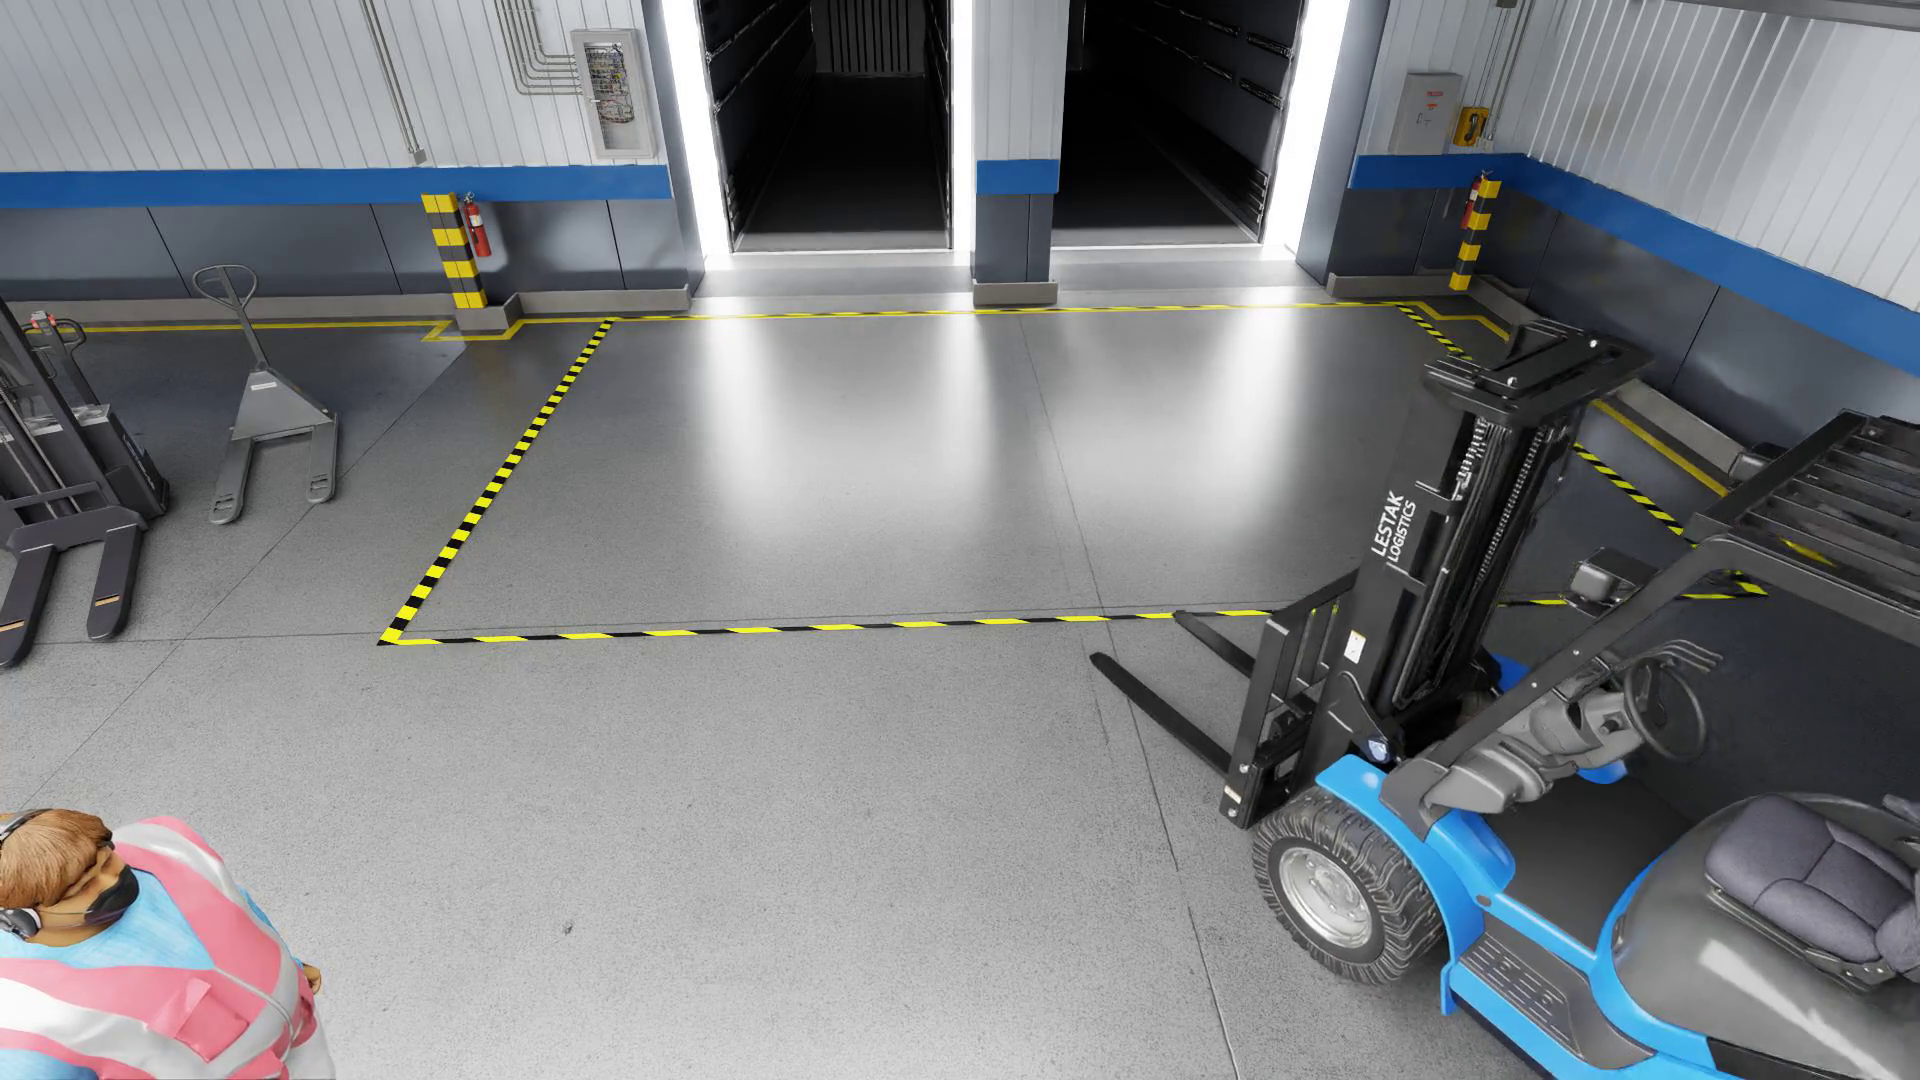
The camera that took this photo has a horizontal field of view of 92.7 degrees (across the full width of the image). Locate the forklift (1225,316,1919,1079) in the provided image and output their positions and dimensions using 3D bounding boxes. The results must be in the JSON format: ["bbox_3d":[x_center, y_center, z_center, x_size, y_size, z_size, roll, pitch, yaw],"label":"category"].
[{"bbox_3d":[2.285,0.765,2.580,1.157,2.036,2.680,-22,40,-28],"label":"forklift"}]

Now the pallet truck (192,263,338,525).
[{"bbox_3d":[-4.778,-1.027,6.128,0.680,1.201,1.601,-17,38,-23],"label":"pallet truck"}]

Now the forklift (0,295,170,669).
[{"bbox_3d":[-5.212,-0.618,4.878,0.823,1.965,1.885,-20,39,-26],"label":"forklift"}]

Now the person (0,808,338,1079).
[{"bbox_3d":[-1.804,1.294,2.264,0.429,1.842,0.632,-2,35,-3],"label":"person"}]
